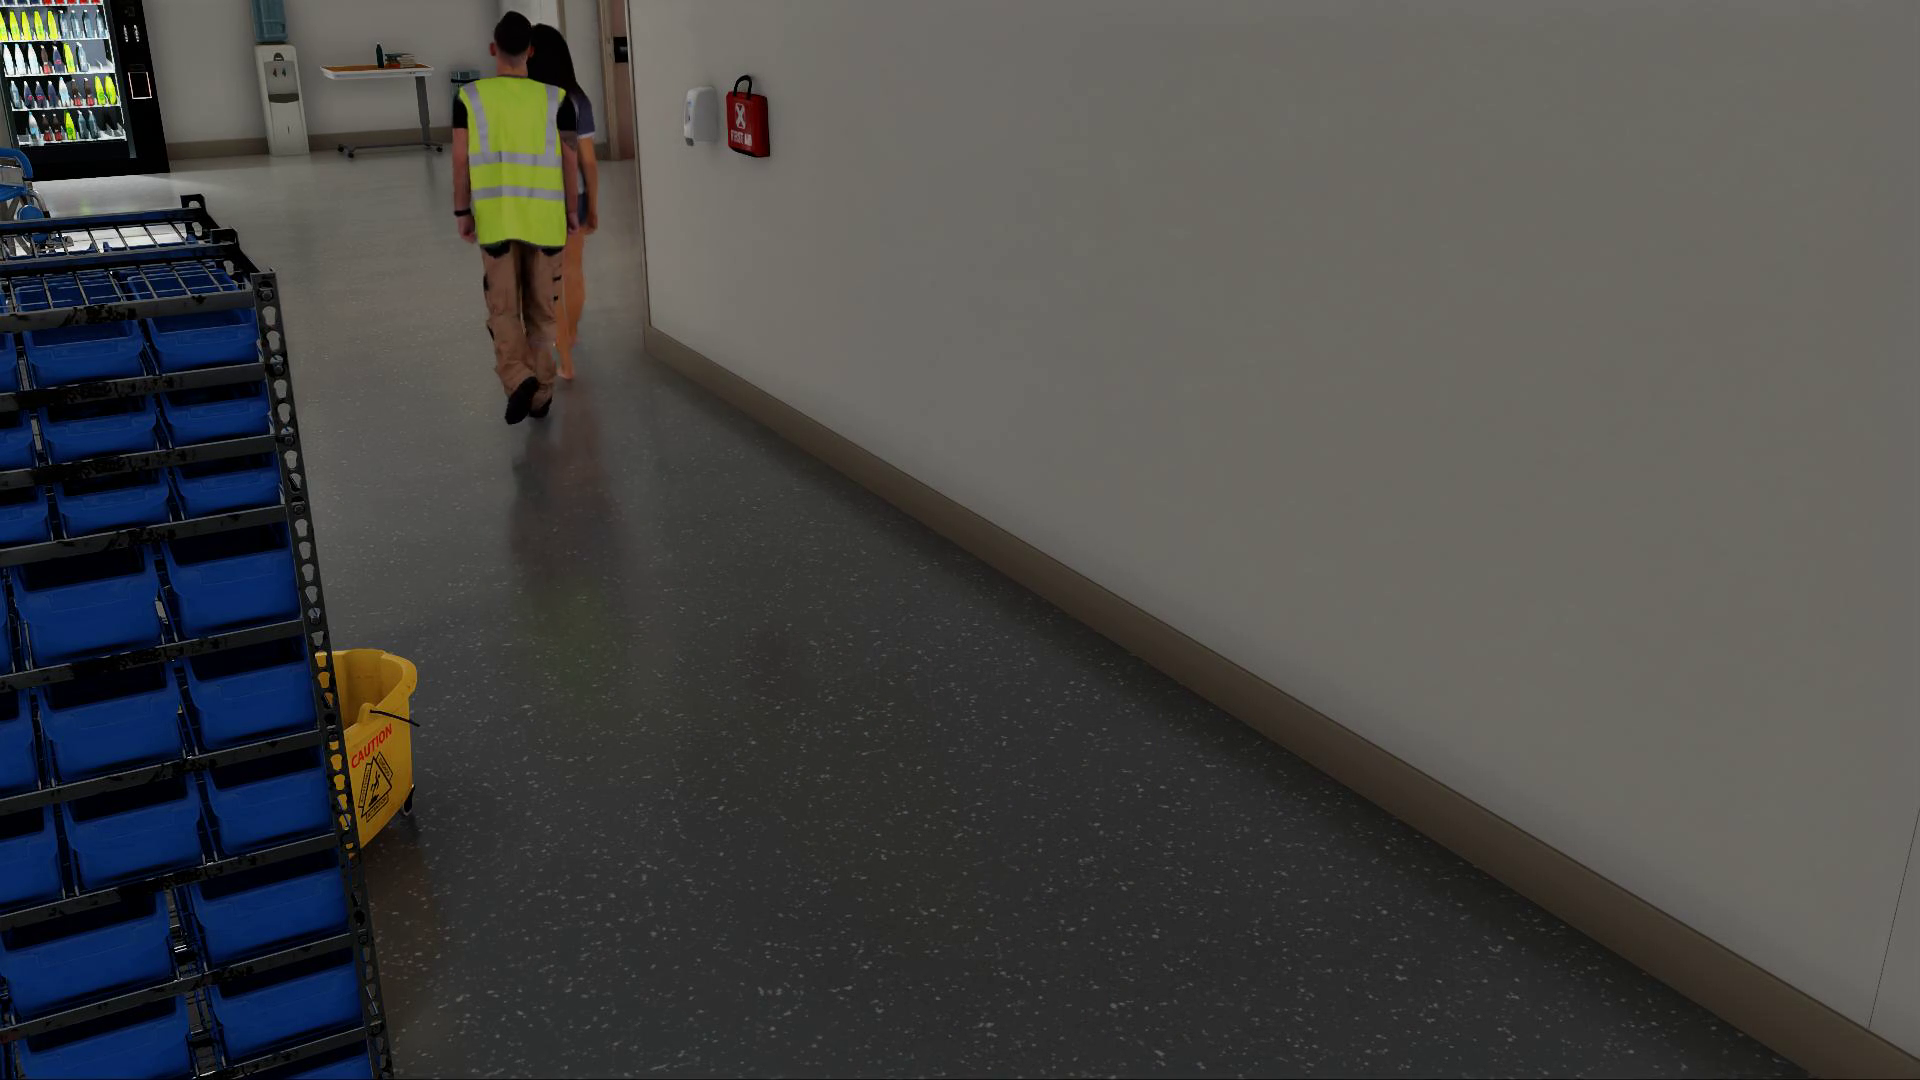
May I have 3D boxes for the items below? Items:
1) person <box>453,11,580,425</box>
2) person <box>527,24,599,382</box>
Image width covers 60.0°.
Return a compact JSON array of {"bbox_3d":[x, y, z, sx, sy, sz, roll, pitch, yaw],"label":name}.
[{"bbox_3d":[-1.951,-1.387,7.414,0.995,1.824,0.922,-6,22,-15],"label":"person"},{"bbox_3d":[-2.000,-1.616,8.218,1.082,1.684,0.790,-8,22,-20],"label":"person"}]
